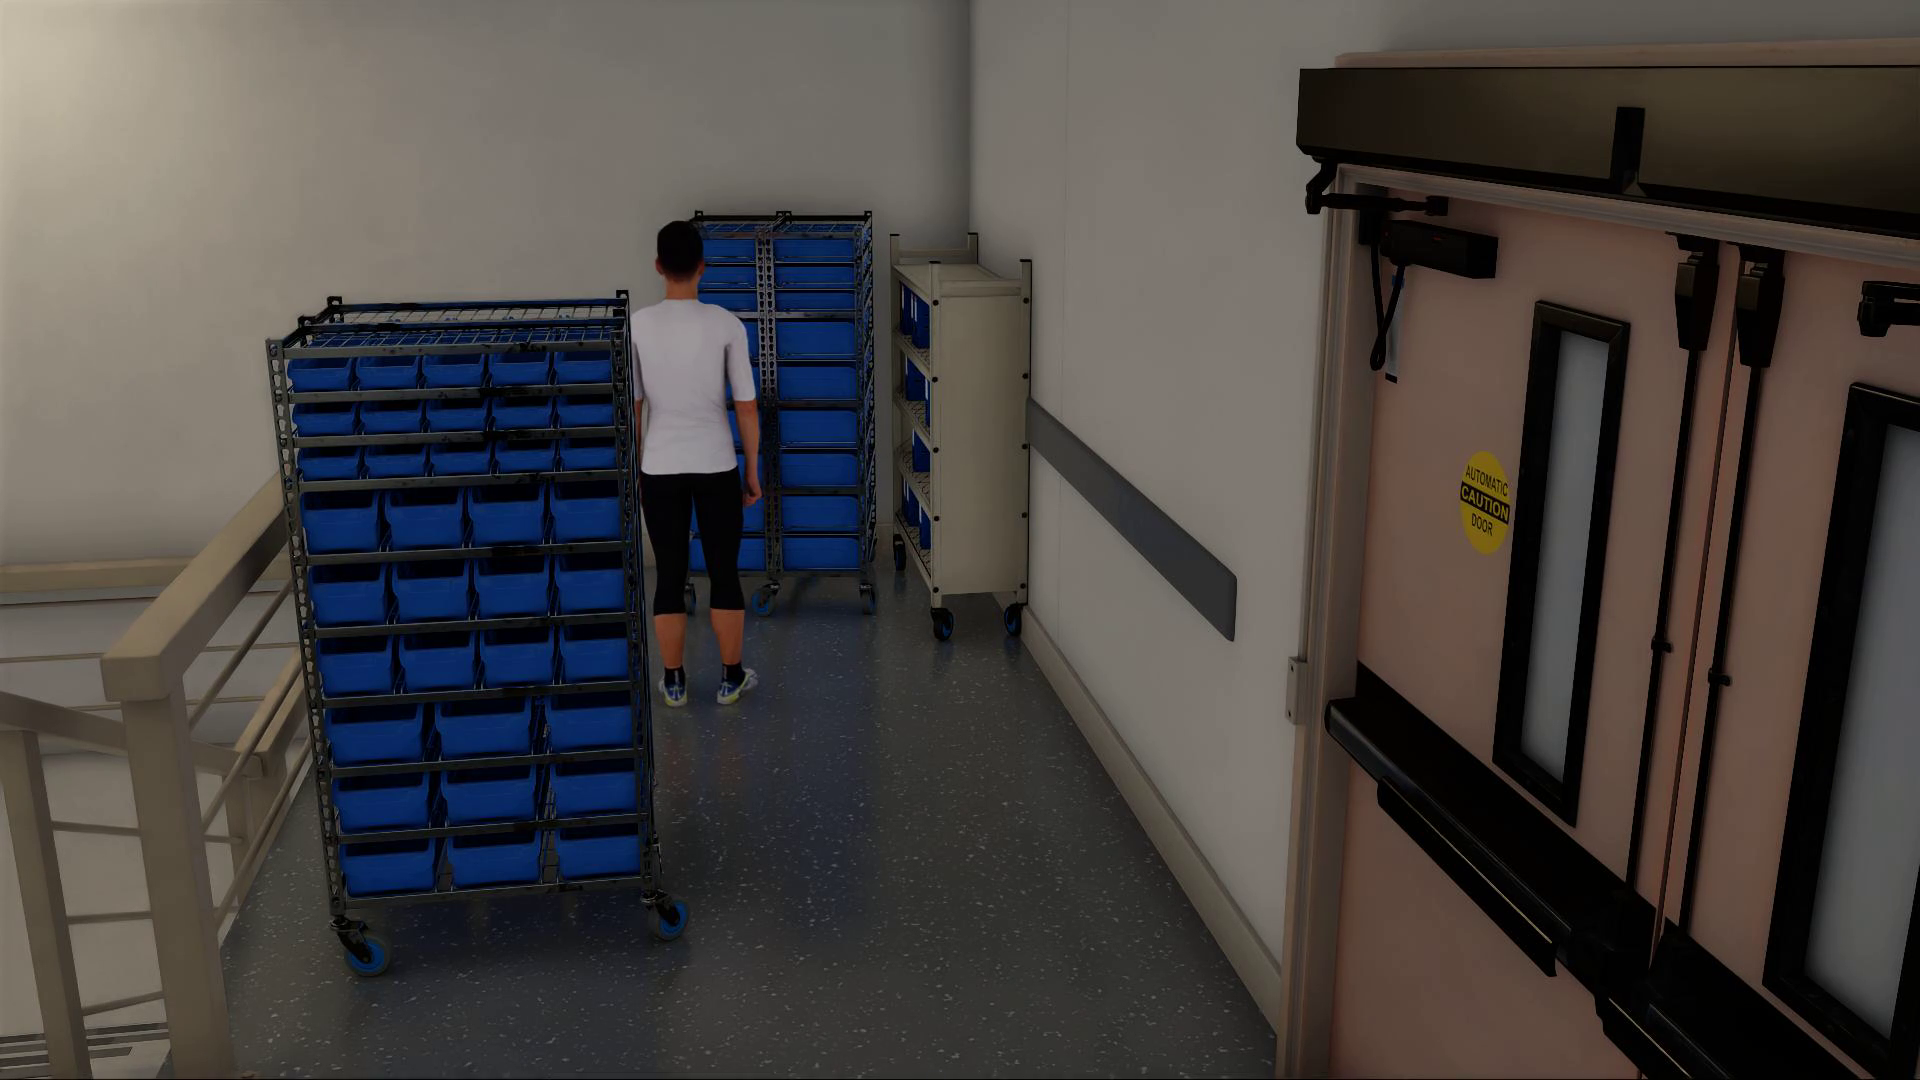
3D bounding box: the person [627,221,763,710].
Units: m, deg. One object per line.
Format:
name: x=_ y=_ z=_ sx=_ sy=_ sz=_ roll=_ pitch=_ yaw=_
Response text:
person: x=-1.024 y=-0.274 z=6.309 sx=0.694 sy=1.851 sz=0.574 roll=-1 pitch=16 yaw=-4
